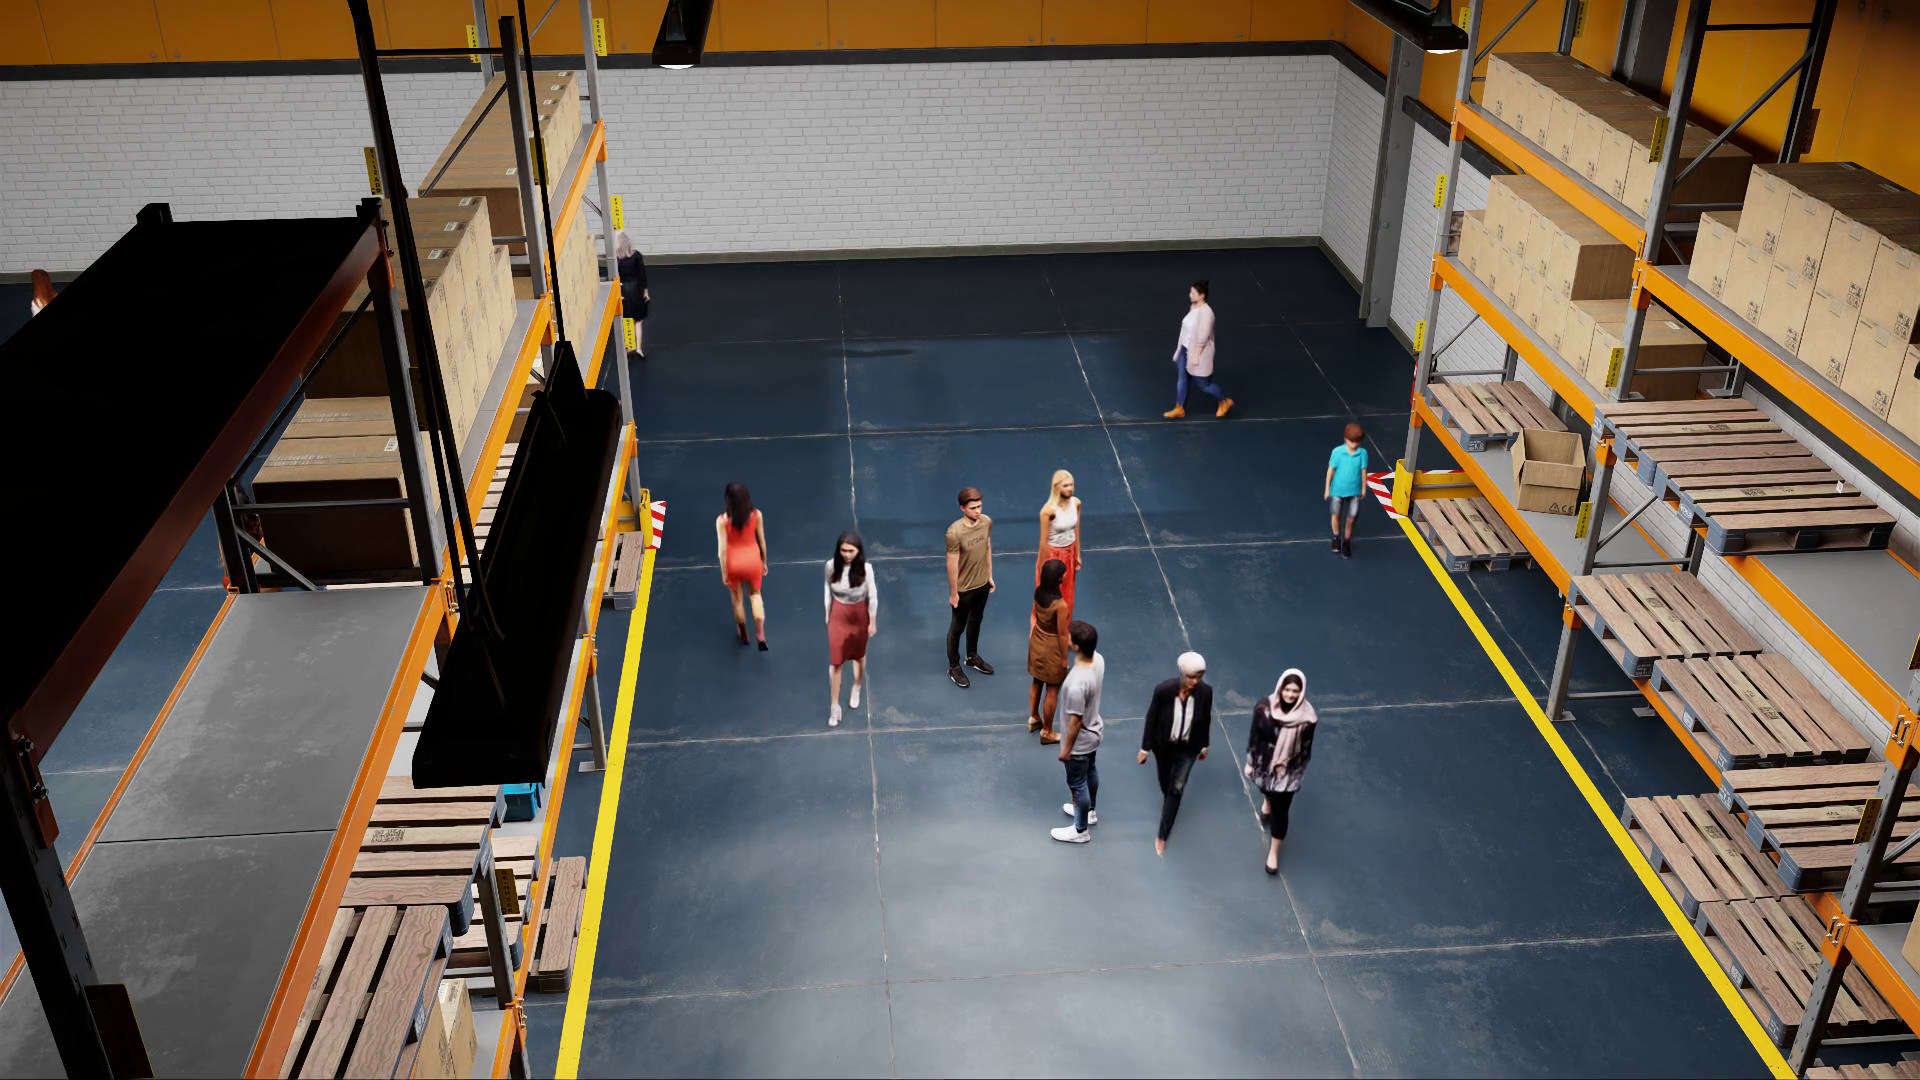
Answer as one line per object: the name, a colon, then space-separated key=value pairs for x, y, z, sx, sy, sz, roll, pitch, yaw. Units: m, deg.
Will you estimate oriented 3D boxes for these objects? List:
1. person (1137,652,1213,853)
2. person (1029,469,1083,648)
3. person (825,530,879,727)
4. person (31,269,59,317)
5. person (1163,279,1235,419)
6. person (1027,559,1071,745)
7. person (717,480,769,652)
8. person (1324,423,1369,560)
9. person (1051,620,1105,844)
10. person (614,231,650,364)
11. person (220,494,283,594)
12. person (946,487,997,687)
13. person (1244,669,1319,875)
person: x=1.608 y=1.543 z=12.785 sx=0.962 sy=1.732 sz=1.177 roll=5 pitch=29 yaw=9
person: x=0.877 y=0.179 z=14.895 sx=0.729 sy=1.802 sz=0.752 roll=-20 pitch=35 yaw=-32
person: x=-0.909 y=0.667 z=14.072 sx=0.740 sy=1.735 sz=0.886 roll=5 pitch=29 yaw=9
person: x=-10.684 y=-2.379 z=19.661 sx=0.702 sy=1.729 sz=0.567 roll=8 pitch=30 yaw=15
person: x=2.843 y=-2.180 z=19.306 sx=0.815 sy=1.720 sz=1.015 roll=-6 pitch=29 yaw=-11
person: x=0.728 y=0.908 z=13.680 sx=0.694 sy=1.686 sz=0.584 roll=-16 pitch=32 yaw=-27
person: x=-1.906 y=0.271 z=14.825 sx=0.732 sy=1.708 sz=0.950 roll=-10 pitch=30 yaw=-17
person: x=3.854 y=-0.551 z=16.620 sx=0.633 sy=1.432 sz=0.676 roll=5 pitch=29 yaw=9
person: x=0.917 y=1.430 z=12.514 sx=0.815 sy=1.886 sz=0.672 roll=11 pitch=30 yaw=19
person: x=-4.150 y=-3.064 z=20.910 sx=0.621 sy=1.735 sz=0.566 roll=5 pitch=29 yaw=9
person: x=-6.194 y=0.368 z=14.635 sx=0.757 sy=1.719 sz=0.720 roll=-13 pitch=31 yaw=-22
person: x=0.084 y=0.371 z=14.492 sx=0.750 sy=1.851 sz=0.782 roll=-25 pitch=37 yaw=-37
person: x=2.381 y=1.620 z=12.463 sx=0.909 sy=1.601 sz=1.179 roll=9 pitch=30 yaw=16
